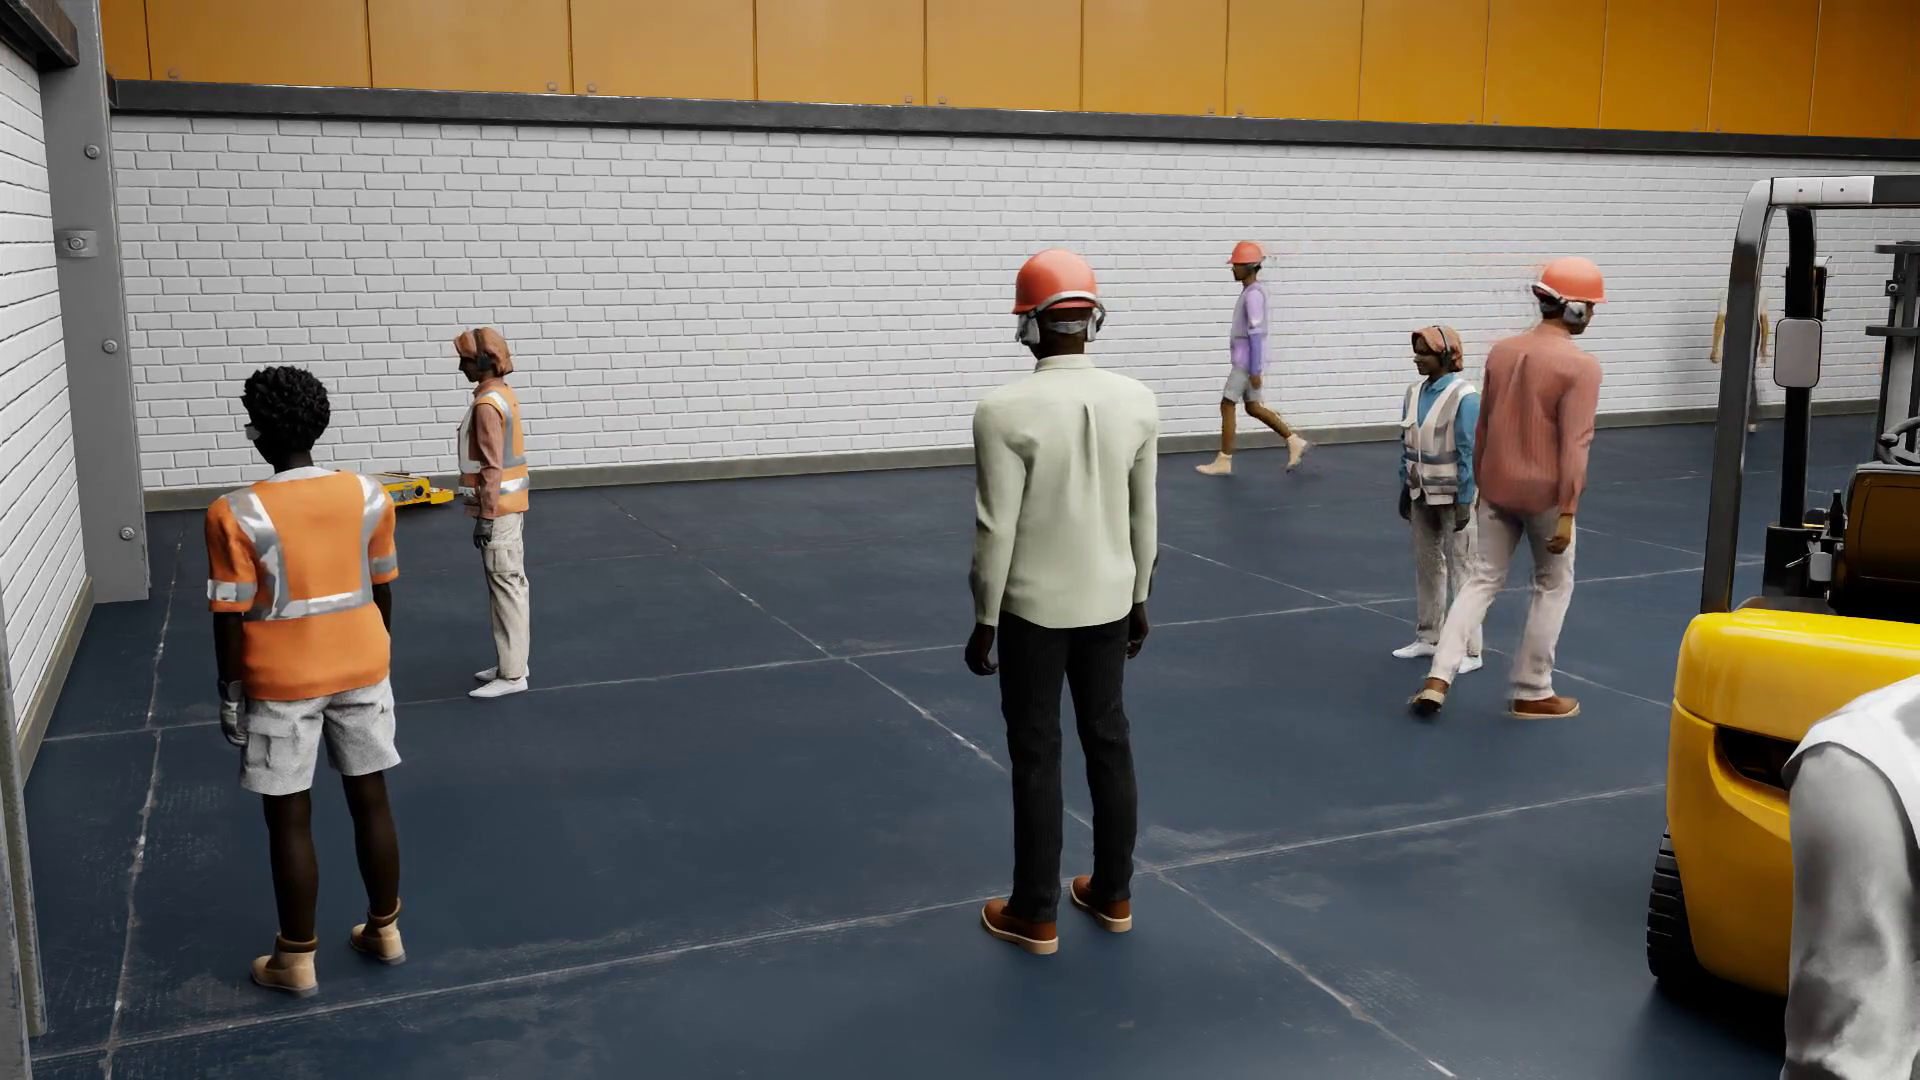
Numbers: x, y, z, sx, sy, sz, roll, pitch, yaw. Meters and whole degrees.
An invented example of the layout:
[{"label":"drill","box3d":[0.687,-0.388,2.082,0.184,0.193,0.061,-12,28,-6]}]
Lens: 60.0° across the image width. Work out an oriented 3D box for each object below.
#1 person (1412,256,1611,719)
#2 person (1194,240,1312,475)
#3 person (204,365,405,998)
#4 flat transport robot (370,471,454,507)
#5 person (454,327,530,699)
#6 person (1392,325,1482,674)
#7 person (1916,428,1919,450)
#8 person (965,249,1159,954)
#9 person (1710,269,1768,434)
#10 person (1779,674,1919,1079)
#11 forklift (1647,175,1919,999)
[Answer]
[{"label":"person","box3d":[2.298,-0.190,6.903,0.740,1.958,0.639,-5,12,-27]},{"label":"person","box3d":[2.525,-1.534,14.156,0.914,2.014,0.612,3,11,14]},{"label":"person","box3d":[-1.749,0.378,4.486,0.317,1.693,0.538,9,14,42]},{"label":"flat transport robot","box3d":[-4.529,-0.324,12.264,0.652,0.197,1.431,7,12,34]},{"label":"person","box3d":[-2.062,-0.122,7.383,0.308,1.639,0.511,-2,10,-9]},{"label":"person","box3d":[2.250,-0.191,7.812,0.329,1.626,0.526,-4,11,-22]},{"label":"person","box3d":[4.319,-0.083,7.258,0.686,1.587,0.600,0,10,1]},{"label":"person","box3d":[0.283,0.177,4.757,0.622,1.990,0.397,-6,12,-30]},{"label":"person","box3d":[8.073,-2.003,17.259,0.551,1.823,0.424,-1,10,-4]},{"label":"person","box3d":[1.086,0.776,1.760,0.574,1.883,0.355,-5,11,-26]},{"label":"forklift","box3d":[2.810,0.094,4.662,1.214,2.155,2.313,7,12,34]}]
